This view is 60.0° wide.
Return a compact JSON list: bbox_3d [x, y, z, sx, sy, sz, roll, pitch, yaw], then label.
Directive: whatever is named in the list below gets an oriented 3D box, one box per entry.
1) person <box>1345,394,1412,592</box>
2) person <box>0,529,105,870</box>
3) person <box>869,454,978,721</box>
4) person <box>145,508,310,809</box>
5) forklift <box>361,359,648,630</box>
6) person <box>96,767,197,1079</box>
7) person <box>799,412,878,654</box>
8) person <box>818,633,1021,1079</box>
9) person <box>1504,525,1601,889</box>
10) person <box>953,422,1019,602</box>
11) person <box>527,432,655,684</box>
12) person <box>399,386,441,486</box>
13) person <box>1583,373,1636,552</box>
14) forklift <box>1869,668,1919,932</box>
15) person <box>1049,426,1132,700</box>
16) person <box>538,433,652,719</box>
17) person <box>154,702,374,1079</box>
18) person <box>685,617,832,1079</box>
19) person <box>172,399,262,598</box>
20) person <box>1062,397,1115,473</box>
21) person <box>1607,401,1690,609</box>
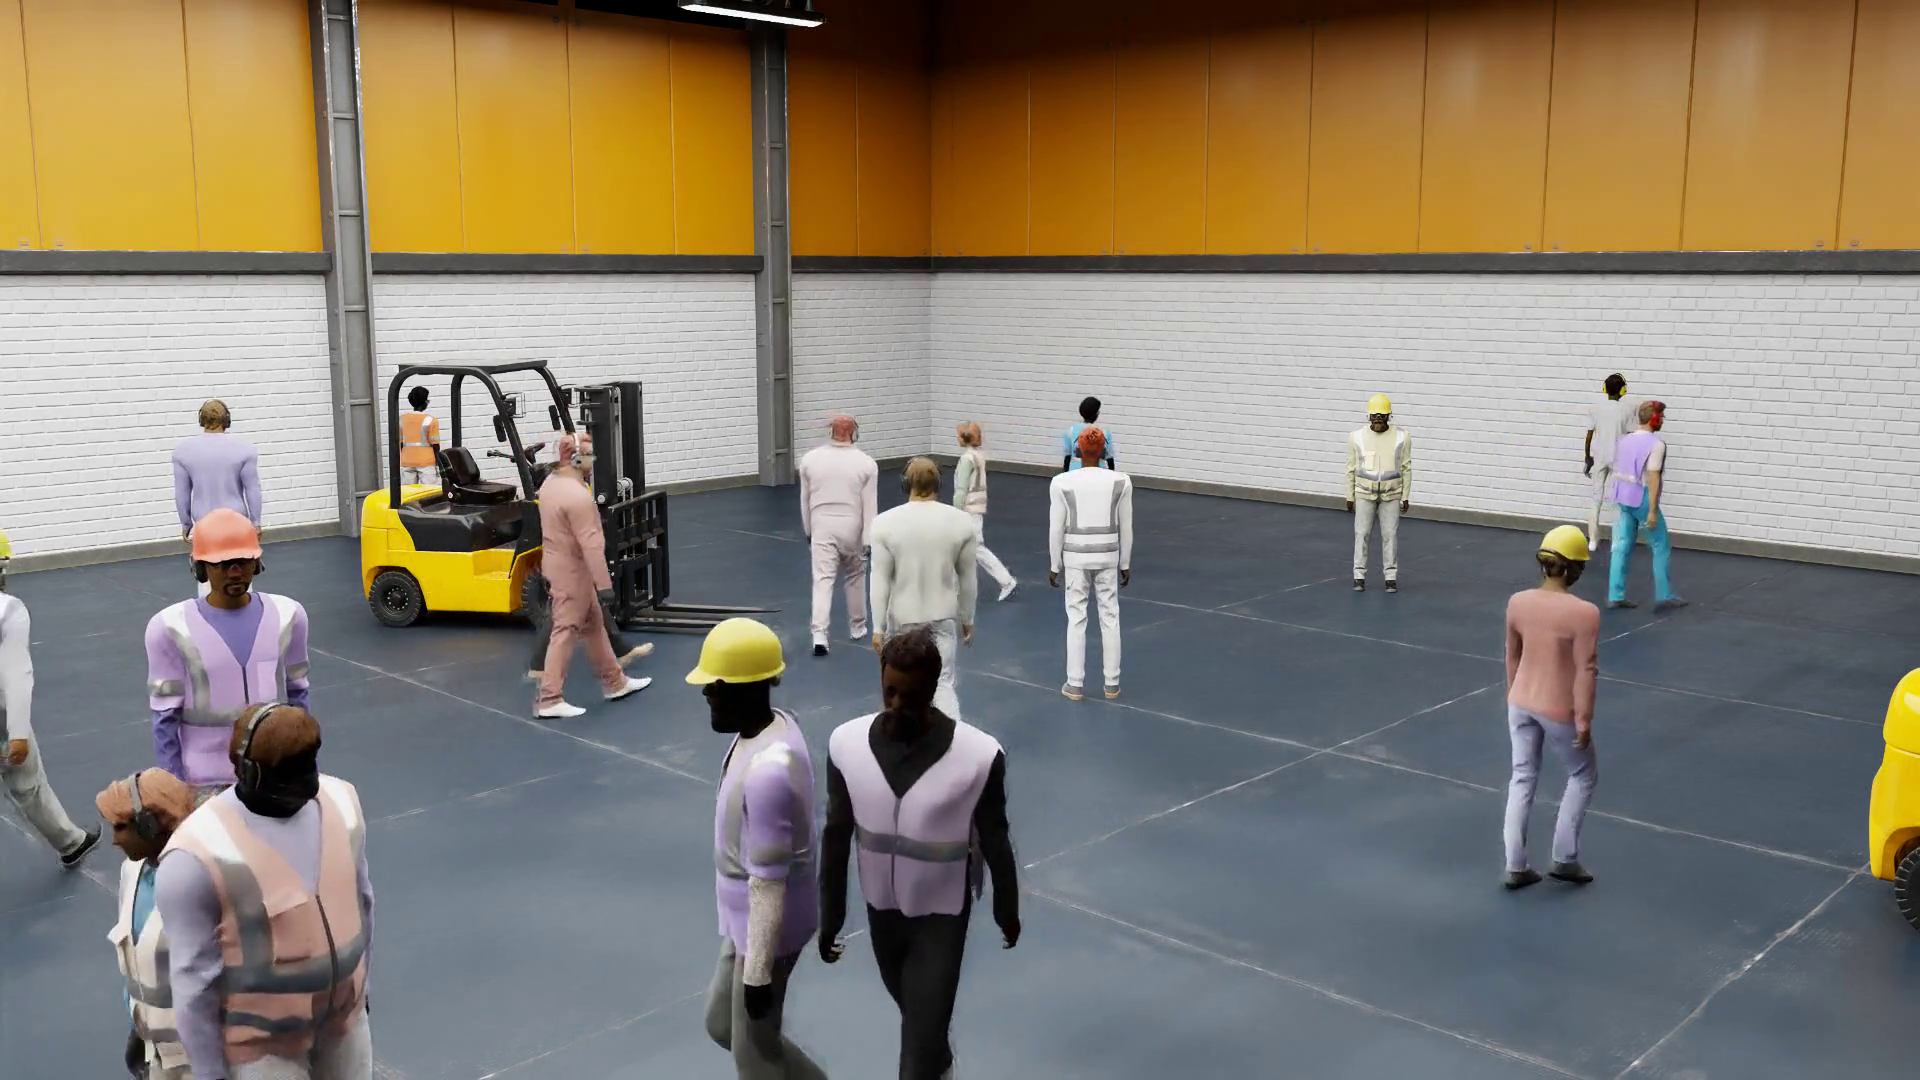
[{"bbox_3d":[3.816,-0.425,15.198,0.592,1.825,0.403,2,9,12],"label":"person"},{"bbox_3d":[-4.505,0.791,7.805,0.606,1.782,0.930,1,9,7],"label":"person"},{"bbox_3d":[-0.193,0.463,9.539,0.640,1.906,0.969,-2,9,-11],"label":"person"},{"bbox_3d":[-2.798,0.885,6.476,0.609,2.044,0.393,-8,12,-42],"label":"person"},{"bbox_3d":[-3.850,-0.407,13.936,2.313,2.155,1.214,2,9,11],"label":"forklift"},{"bbox_3d":[-2.063,1.393,4.671,0.551,1.613,0.584,7,12,39],"label":"person"},{"bbox_3d":[-0.942,-0.064,12.904,0.631,1.856,1.018,1,9,5],"label":"person"},{"bbox_3d":[-0.144,1.171,5.370,0.604,1.846,1.127,4,10,21],"label":"person"},{"bbox_3d":[2.838,0.795,7.900,0.591,1.745,0.544,-6,11,-33],"label":"person"},{"bbox_3d":[0.147,-0.250,14.767,0.781,1.613,0.518,2,9,9],"label":"person"},{"bbox_3d":[-2.704,0.117,11.990,1.005,1.785,0.518,-5,10,-28],"label":"person"},{"bbox_3d":[-5.842,-0.816,17.997,0.529,1.690,0.321,3,10,16],"label":"person"},{"bbox_3d":[6.790,-0.806,17.382,0.518,1.868,0.322,7,11,35],"label":"person"},{"bbox_3d":[5.205,0.723,7.013,2.313,2.155,1.214,9,13,43],"label":"forklift"},{"bbox_3d":[0.891,0.163,11.398,0.574,1.882,0.358,-1,9,-4],"label":"person"},{"bbox_3d":[-2.428,0.228,11.027,0.902,1.871,0.659,-5,10,-27],"label":"person"},{"bbox_3d":[-1.904,1.309,4.595,0.601,1.820,0.642,6,11,31],"label":"person"},{"bbox_3d":[-0.588,1.169,5.127,0.481,1.913,0.615,-1,9,-9],"label":"person"},{"bbox_3d":[-5.805,-0.137,13.063,0.630,1.938,0.366,-2,9,-10],"label":"person"},{"bbox_3d":[1.350,-0.621,16.899,0.542,1.654,0.827,6,11,31],"label":"person"},{"bbox_3d":[5.992,-0.294,14.384,0.817,1.811,0.608,-2,9,-12],"label":"person"}]
